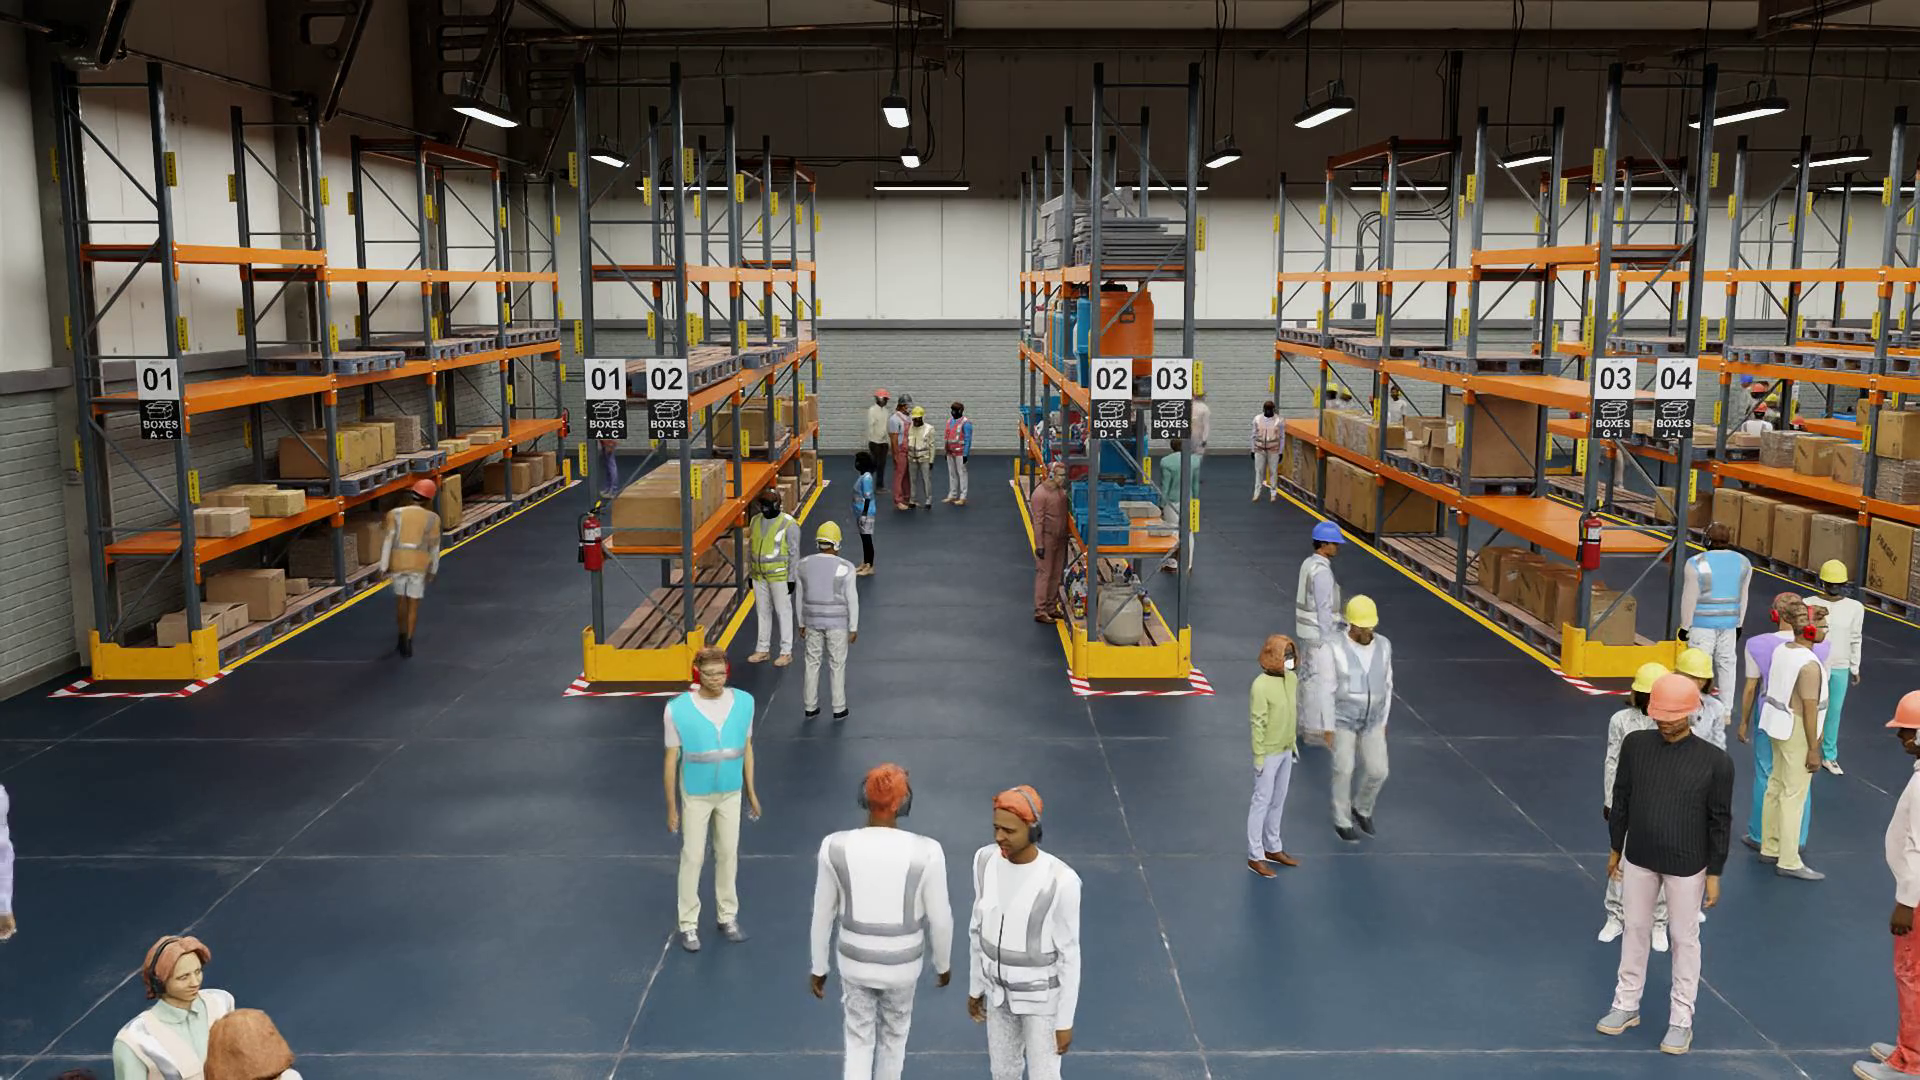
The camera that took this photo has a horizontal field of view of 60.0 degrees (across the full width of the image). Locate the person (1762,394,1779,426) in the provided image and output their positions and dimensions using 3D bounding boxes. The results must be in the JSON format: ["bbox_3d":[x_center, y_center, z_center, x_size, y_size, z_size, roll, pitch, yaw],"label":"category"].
[{"bbox_3d":[16.308,-2.087,33.575,0.323,1.731,0.491,0,9,1],"label":"person"}]

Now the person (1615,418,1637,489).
[{"bbox_3d":[12.840,-1.817,32.214,0.514,1.622,0.604,0,9,0],"label":"person"}]

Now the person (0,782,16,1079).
[{"bbox_3d":[-4.946,1.809,8.042,0.950,1.896,0.634,3,9,21],"label":"person"}]

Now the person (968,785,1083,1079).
[{"bbox_3d":[0.269,1.953,7.103,0.579,1.879,0.349,8,12,43],"label":"person"}]

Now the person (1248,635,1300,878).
[{"bbox_3d":[2.126,1.435,11.214,0.273,1.632,0.507,8,12,41],"label":"person"}]

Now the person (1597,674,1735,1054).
[{"bbox_3d":[3.656,1.660,8.642,0.393,1.986,0.609,-9,12,-44],"label":"person"}]

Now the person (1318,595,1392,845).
[{"bbox_3d":[2.805,1.268,11.762,0.589,1.804,0.428,-2,9,-13],"label":"person"}]

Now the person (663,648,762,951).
[{"bbox_3d":[-1.496,1.536,9.980,0.590,1.831,0.420,-5,10,-31],"label":"person"}]

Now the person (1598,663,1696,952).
[{"bbox_3d":[4.096,1.581,9.929,0.494,1.741,0.300,5,10,29],"label":"person"}]

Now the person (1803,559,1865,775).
[{"bbox_3d":[6.991,1.026,13.423,0.529,1.767,0.329,2,9,11],"label":"person"}]

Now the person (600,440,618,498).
[{"bbox_3d":[-6.522,-1.775,30.720,0.392,1.991,0.612,-4,10,-22],"label":"person"}]

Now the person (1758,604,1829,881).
[{"bbox_3d":[5.589,1.337,11.160,0.389,1.847,0.563,1,9,5],"label":"person"}]

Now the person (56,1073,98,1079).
[{"bbox_3d":[-2.317,2.336,4.524,0.587,1.914,0.390,3,9,19],"label":"person"}]

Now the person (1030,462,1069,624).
[{"bbox_3d":[1.087,0.024,19.476,0.401,1.893,0.654,6,11,34],"label":"person"}]

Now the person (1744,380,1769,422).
[{"bbox_3d":[17.475,-2.584,36.454,0.551,1.825,0.697,5,10,31],"label":"person"}]

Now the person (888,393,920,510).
[{"bbox_3d":[-0.926,-1.555,29.144,0.539,2.000,0.688,5,10,30],"label":"person"}]

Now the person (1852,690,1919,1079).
[{"bbox_3d":[4.756,1.725,8.262,0.409,1.980,0.620,7,11,37],"label":"person"}]

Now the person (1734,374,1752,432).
[{"bbox_3d":[17.661,-2.773,37.394,0.509,1.922,0.695,-1,9,-4],"label":"person"}]

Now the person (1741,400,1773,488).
[{"bbox_3d":[13.751,-1.436,28.698,0.349,1.940,0.551,-6,11,-36],"label":"person"}]

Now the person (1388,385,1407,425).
[{"bbox_3d":[8.989,-2.270,34.345,0.326,1.861,0.508,-7,11,-38],"label":"person"}]

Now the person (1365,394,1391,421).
[{"bbox_3d":[7.743,-1.784,31.022,0.551,1.923,0.390,1,9,4],"label":"person"}]

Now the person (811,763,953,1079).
[{"bbox_3d":[-0.347,1.901,7.527,0.645,1.855,0.649,1,9,5],"label":"person"}]

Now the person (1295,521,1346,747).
[{"bbox_3d":[3.092,0.796,14.330,0.402,1.943,0.609,0,9,-1],"label":"person"}]

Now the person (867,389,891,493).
[{"bbox_3d":[-1.564,-1.853,31.323,0.569,1.963,0.685,5,10,28],"label":"person"}]

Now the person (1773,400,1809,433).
[{"bbox_3d":[15.383,-1.670,30.621,0.632,1.805,0.844,-5,10,-28],"label":"person"}]

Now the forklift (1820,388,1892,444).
[{"bbox_3d":[20.072,-3.110,36.462,1.873,2.768,1.129,0,9,0],"label":"forklift"}]

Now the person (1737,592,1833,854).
[{"bbox_3d":[5.724,1.278,11.564,0.563,1.841,0.390,2,9,12],"label":"person"}]

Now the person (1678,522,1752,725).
[{"bbox_3d":[6.739,0.755,14.929,0.624,1.845,0.430,-1,9,-8],"label":"person"}]

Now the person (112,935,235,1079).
[{"bbox_3d":[-2.825,2.232,6.074,0.308,1.641,0.511,4,10,23],"label":"person"}]

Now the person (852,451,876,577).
[{"bbox_3d":[-1.305,-0.356,22.540,0.318,1.697,0.535,-2,9,-11],"label":"person"}]

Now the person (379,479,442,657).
[{"bbox_3d":[-5.875,0.283,17.854,0.634,1.871,0.734,-1,9,-9],"label":"person"}]

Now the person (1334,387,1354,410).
[{"bbox_3d":[8.331,-2.447,35.923,0.502,1.700,0.777,-3,9,-21],"label":"person"}]

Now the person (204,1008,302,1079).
[{"bbox_3d":[-2.278,2.331,5.495,0.308,1.623,0.499,1,9,4],"label":"person"}]

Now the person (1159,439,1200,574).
[{"bbox_3d":[2.979,-0.504,22.713,0.636,1.938,0.354,-5,10,-27],"label":"person"}]

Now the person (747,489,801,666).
[{"bbox_3d":[-1.965,0.384,17.311,0.628,1.843,0.429,5,10,29],"label":"person"}]

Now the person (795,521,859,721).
[{"bbox_3d":[-1.200,0.739,15.102,0.596,1.826,0.403,2,9,14],"label":"person"}]

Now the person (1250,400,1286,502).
[{"bbox_3d":[5.564,-1.607,30.118,0.626,1.846,0.429,3,9,19],"label":"person"}]

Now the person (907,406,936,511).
[{"bbox_3d":[-0.715,-1.418,28.970,0.594,1.824,0.404,3,9,21],"label":"person"}]

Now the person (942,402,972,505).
[{"bbox_3d":[-0.063,-1.549,29.742,0.429,1.847,0.626,-7,12,-40],"label":"person"}]
